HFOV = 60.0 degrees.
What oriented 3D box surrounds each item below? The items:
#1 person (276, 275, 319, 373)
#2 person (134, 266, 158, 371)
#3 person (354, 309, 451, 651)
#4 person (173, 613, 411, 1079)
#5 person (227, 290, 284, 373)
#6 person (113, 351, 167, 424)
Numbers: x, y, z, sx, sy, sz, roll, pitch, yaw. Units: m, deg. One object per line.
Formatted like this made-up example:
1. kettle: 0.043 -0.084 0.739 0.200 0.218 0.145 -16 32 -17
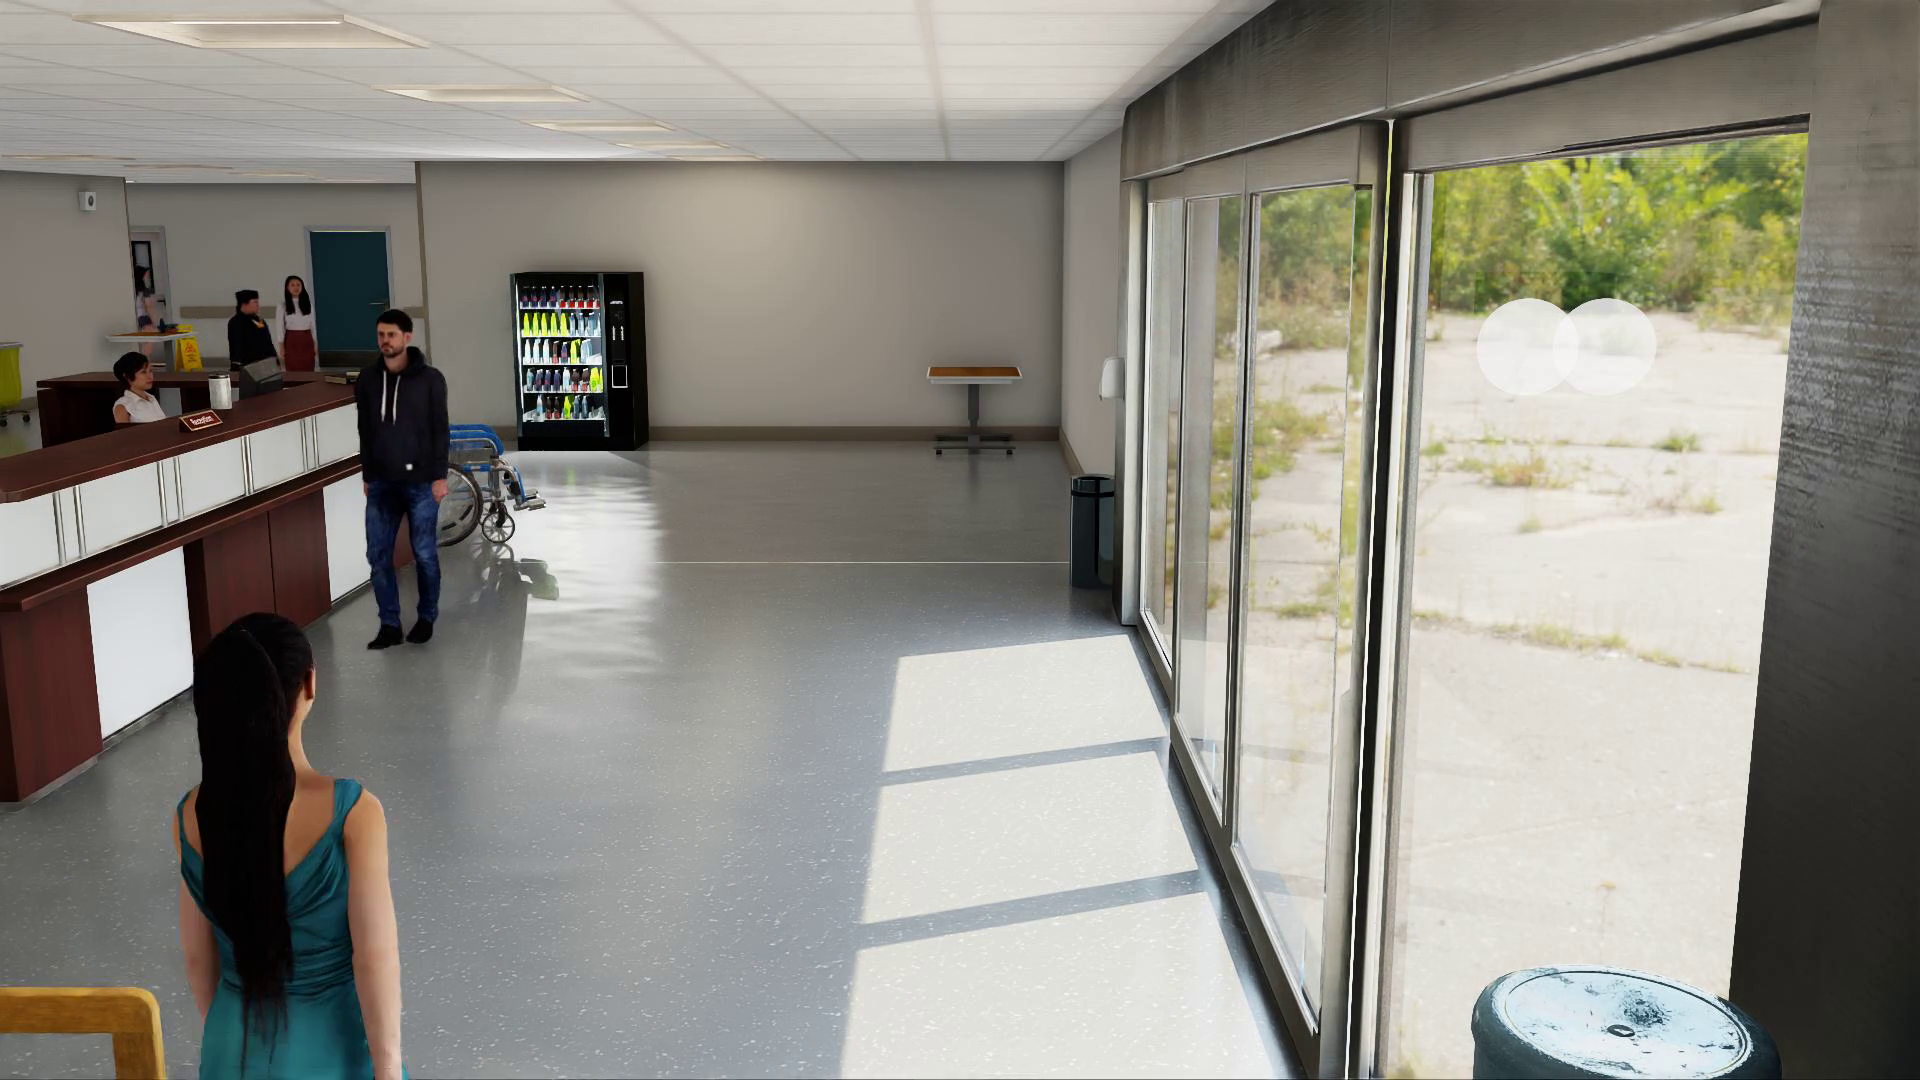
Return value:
1. person: -7.705 -2.201 19.376 0.645 1.751 0.727 -9 14 -38
2. person: -13.136 -3.543 26.634 0.747 1.682 0.882 1 11 5
3. person: -3.041 -0.341 9.251 0.752 1.872 0.774 1 11 3
4. person: -1.168 0.989 2.831 0.888 1.653 0.628 0 11 2
5. person: -7.414 -1.739 17.218 0.876 1.649 0.748 1 11 4
6. person: -5.127 -0.406 10.440 0.512 1.556 0.553 0 11 2
